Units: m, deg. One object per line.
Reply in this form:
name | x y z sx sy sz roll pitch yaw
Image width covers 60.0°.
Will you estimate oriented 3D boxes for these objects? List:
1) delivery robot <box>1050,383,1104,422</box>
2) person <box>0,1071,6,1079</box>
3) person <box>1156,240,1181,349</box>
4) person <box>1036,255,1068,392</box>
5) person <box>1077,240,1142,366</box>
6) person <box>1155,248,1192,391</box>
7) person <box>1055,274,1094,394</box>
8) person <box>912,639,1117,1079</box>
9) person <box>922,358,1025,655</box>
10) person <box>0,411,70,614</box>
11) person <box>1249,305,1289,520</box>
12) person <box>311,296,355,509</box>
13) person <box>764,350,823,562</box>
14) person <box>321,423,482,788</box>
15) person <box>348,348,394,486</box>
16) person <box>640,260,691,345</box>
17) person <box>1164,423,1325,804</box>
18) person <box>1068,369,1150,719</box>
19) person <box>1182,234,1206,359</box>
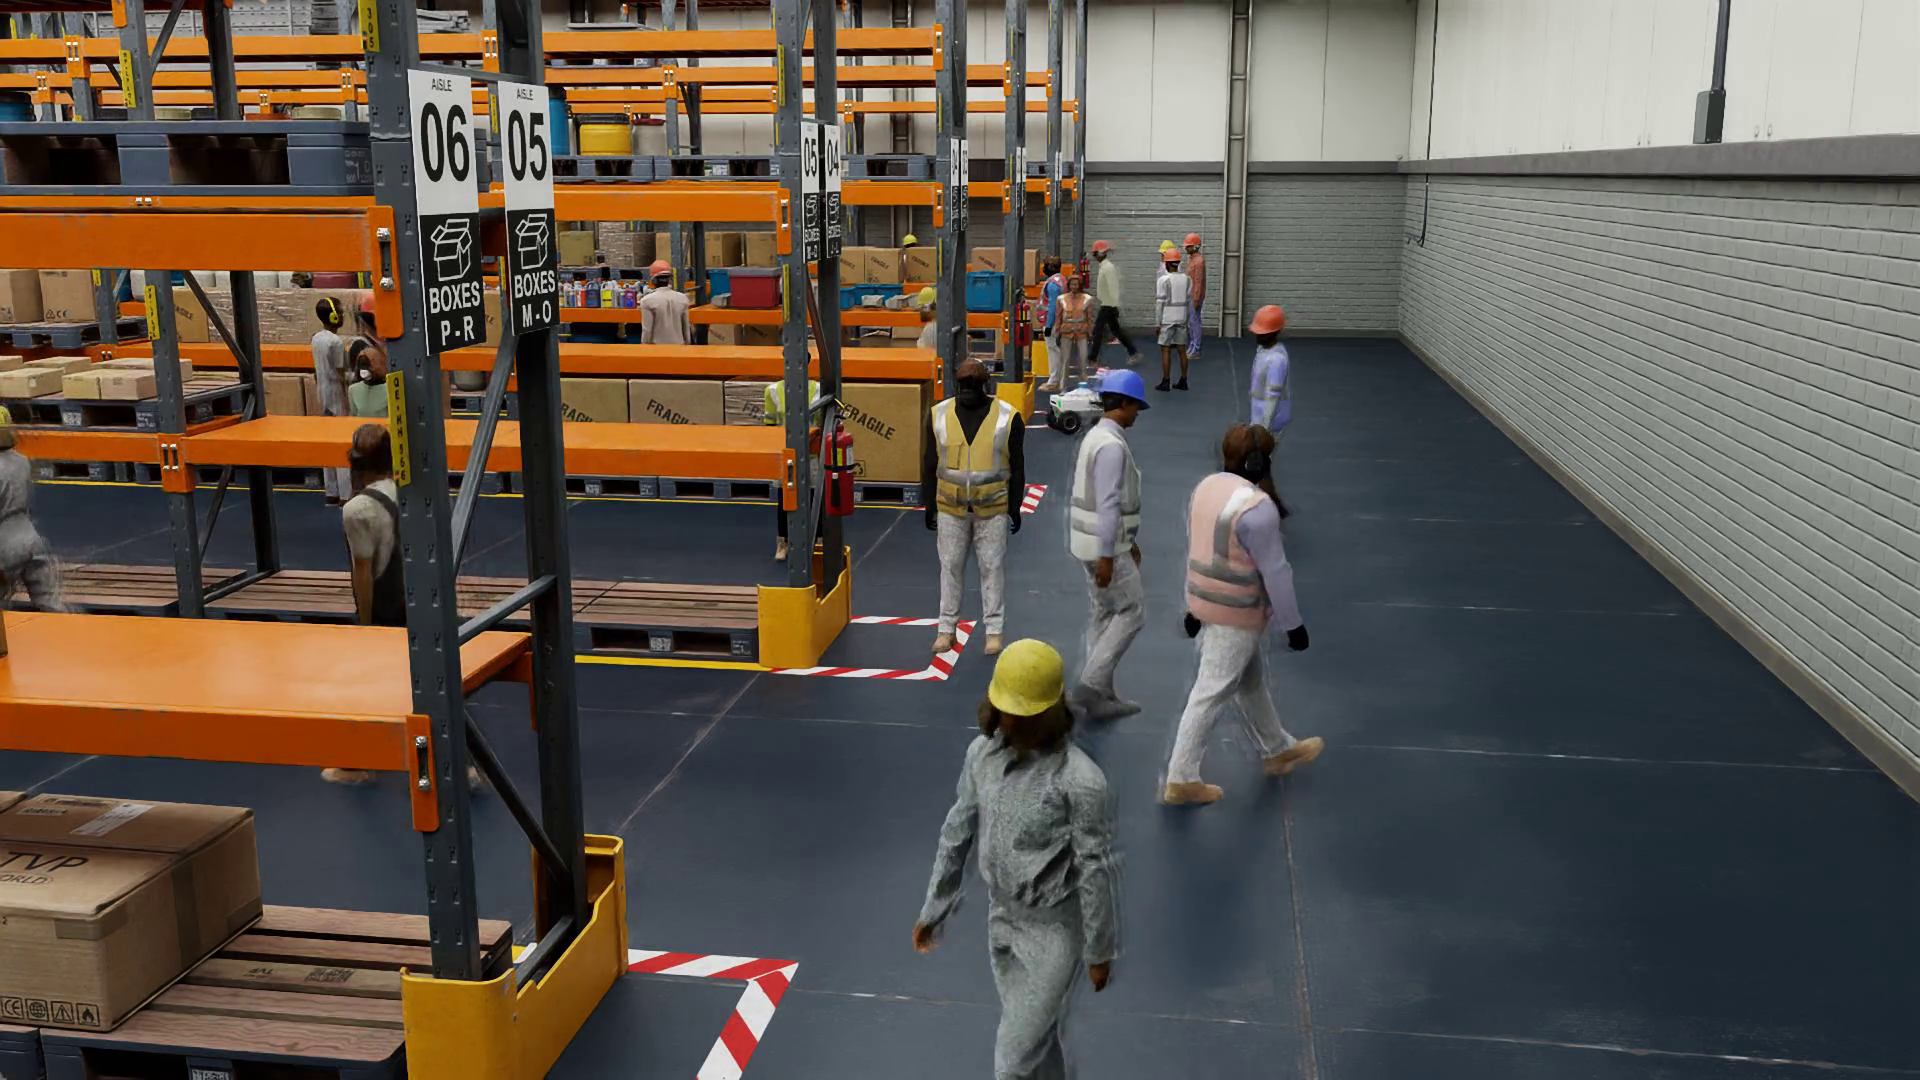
delivery robot | 1.411 -1.562 19.092 0.707 0.478 0.477 -3 13 -14
person | -2.545 1.274 4.062 0.383 1.620 0.532 -1 13 -4
person | 3.501 -4.117 27.970 0.403 1.817 0.598 -3 13 -11
person | 1.245 -2.938 22.593 0.429 1.844 0.624 3 13 11
person | 2.342 -3.624 25.492 0.977 1.942 0.678 1 13 3
person | 2.880 -2.992 22.647 0.545 1.927 0.390 -6 14 -26
person | 1.498 -2.672 21.875 0.509 1.629 0.317 1 13 2
person | 0.114 1.100 4.629 0.683 1.716 0.544 -9 16 -36
person | 0.077 -0.200 10.233 0.633 1.839 0.429 2 13 8
person | -5.393 0.068 9.354 0.915 1.698 0.502 2 13 8
person | 2.502 -0.968 13.579 0.427 1.911 0.605 0 12 -2
person | -5.499 -1.209 14.711 0.513 1.876 0.328 11 17 41
person | -1.226 -0.659 12.651 0.532 1.690 0.322 1 13 3
person | -2.682 0.344 7.920 0.913 1.810 0.527 6 14 25
person | -4.493 -0.677 12.880 0.497 1.627 0.288 3 13 15
person | -3.272 -2.094 18.432 0.622 1.990 0.396 -11 17 -40
person | 1.379 0.347 7.873 0.960 1.792 0.646 -3 13 -14
person | 0.839 0.034 9.043 0.479 1.904 0.645 -1 13 -6
person | 3.714 -3.881 26.524 0.405 1.986 0.612 -1 13 -5
